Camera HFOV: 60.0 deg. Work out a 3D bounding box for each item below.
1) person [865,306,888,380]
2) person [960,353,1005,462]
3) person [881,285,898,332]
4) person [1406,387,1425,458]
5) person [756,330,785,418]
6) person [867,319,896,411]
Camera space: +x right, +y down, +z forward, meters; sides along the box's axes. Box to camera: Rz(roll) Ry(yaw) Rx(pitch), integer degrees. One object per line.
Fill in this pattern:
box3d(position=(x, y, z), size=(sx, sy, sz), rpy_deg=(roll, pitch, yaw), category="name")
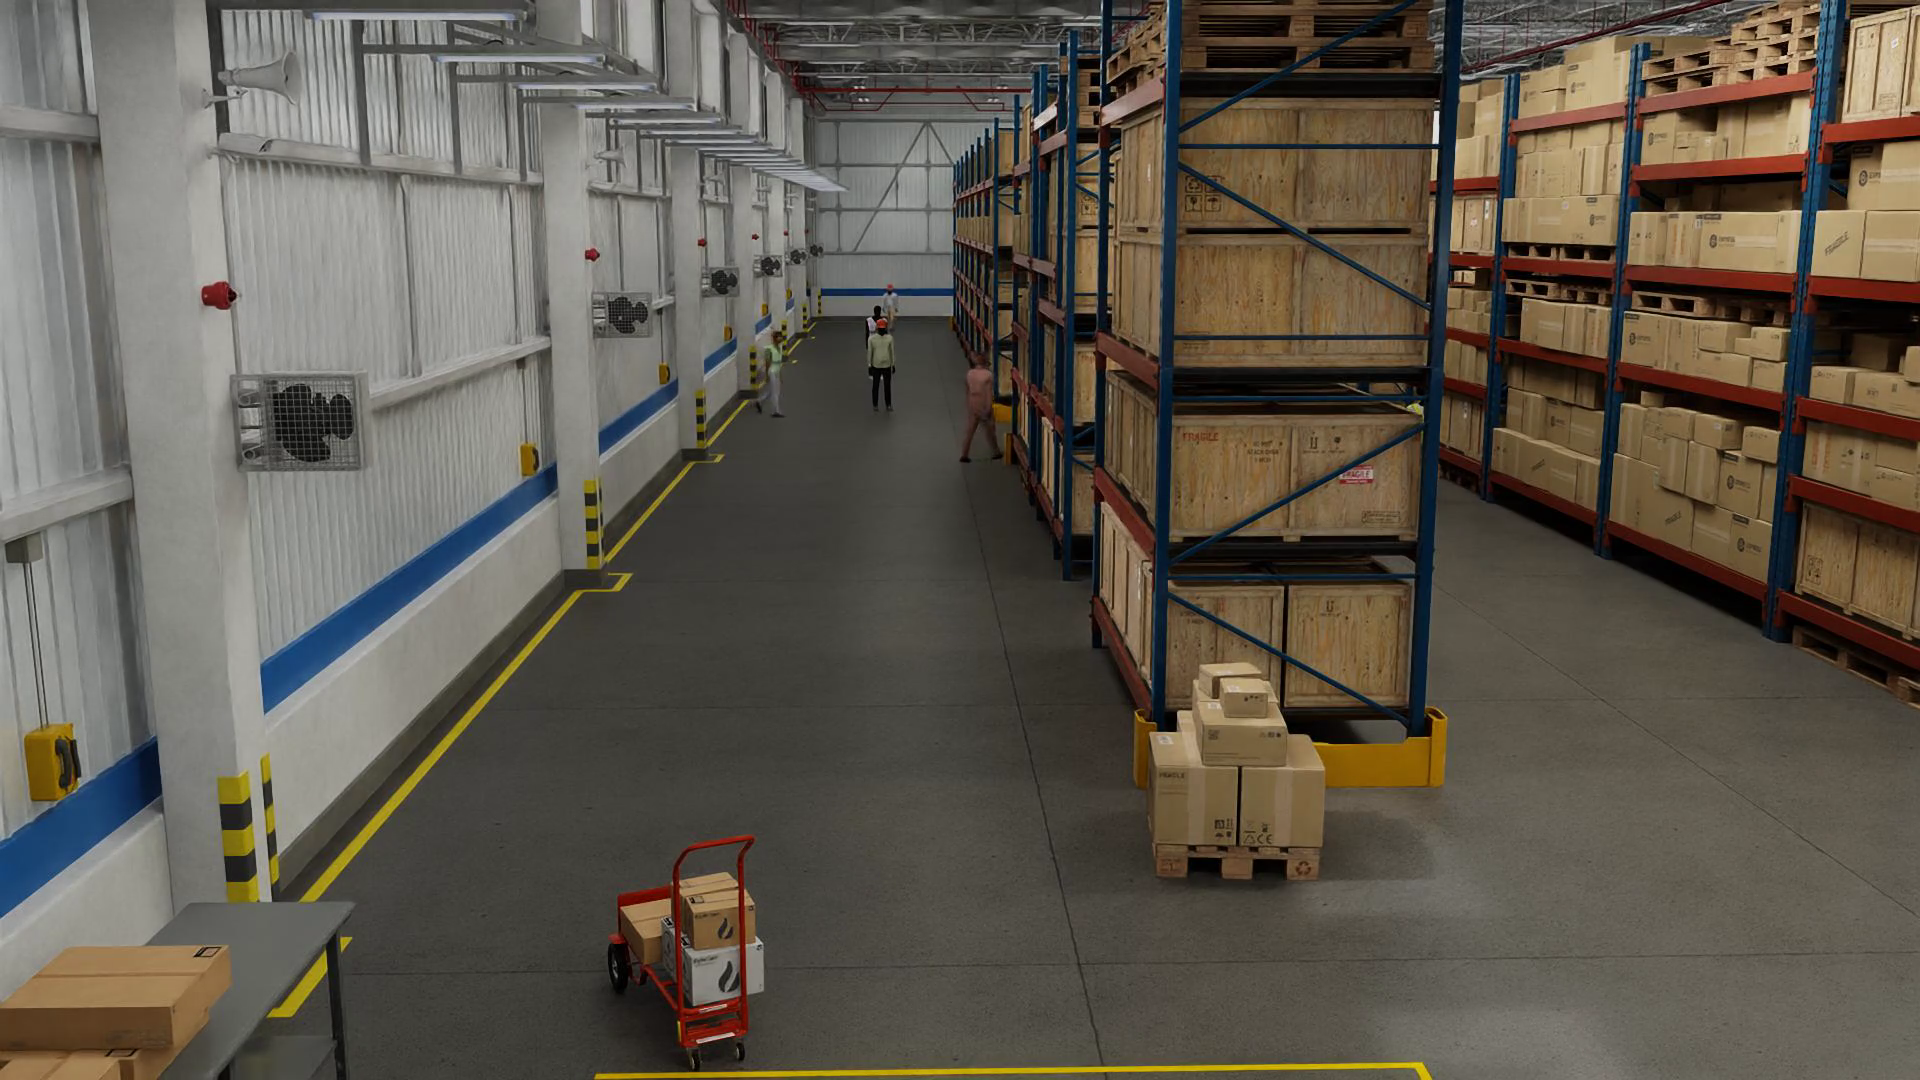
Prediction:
box3d(position=(-2.145, -5.077, 42.814), size=(0.599, 1.907, 0.411), rpy_deg=(-4, 11, -18), category="person")
box3d(position=(0.343, -2.248, 28.261), size=(0.646, 1.852, 1.033), rpy_deg=(8, 13, 35), category="person")
box3d(position=(-2.622, -8.551, 61.373), size=(0.562, 1.717, 0.807), rpy_deg=(4, 12, 21), category="person")
box3d(position=(6.772, -1.442, 24.431), size=(0.535, 1.700, 0.318), rpy_deg=(-1, 11, -3), category="person")
box3d(position=(-3.963, -3.463, 34.641), size=(0.678, 1.822, 0.577), rpy_deg=(4, 12, 20), category="person")
box3d(position=(-1.682, -3.753, 35.715), size=(0.614, 1.988, 0.405), rpy_deg=(-3, 11, -16), category="person")
